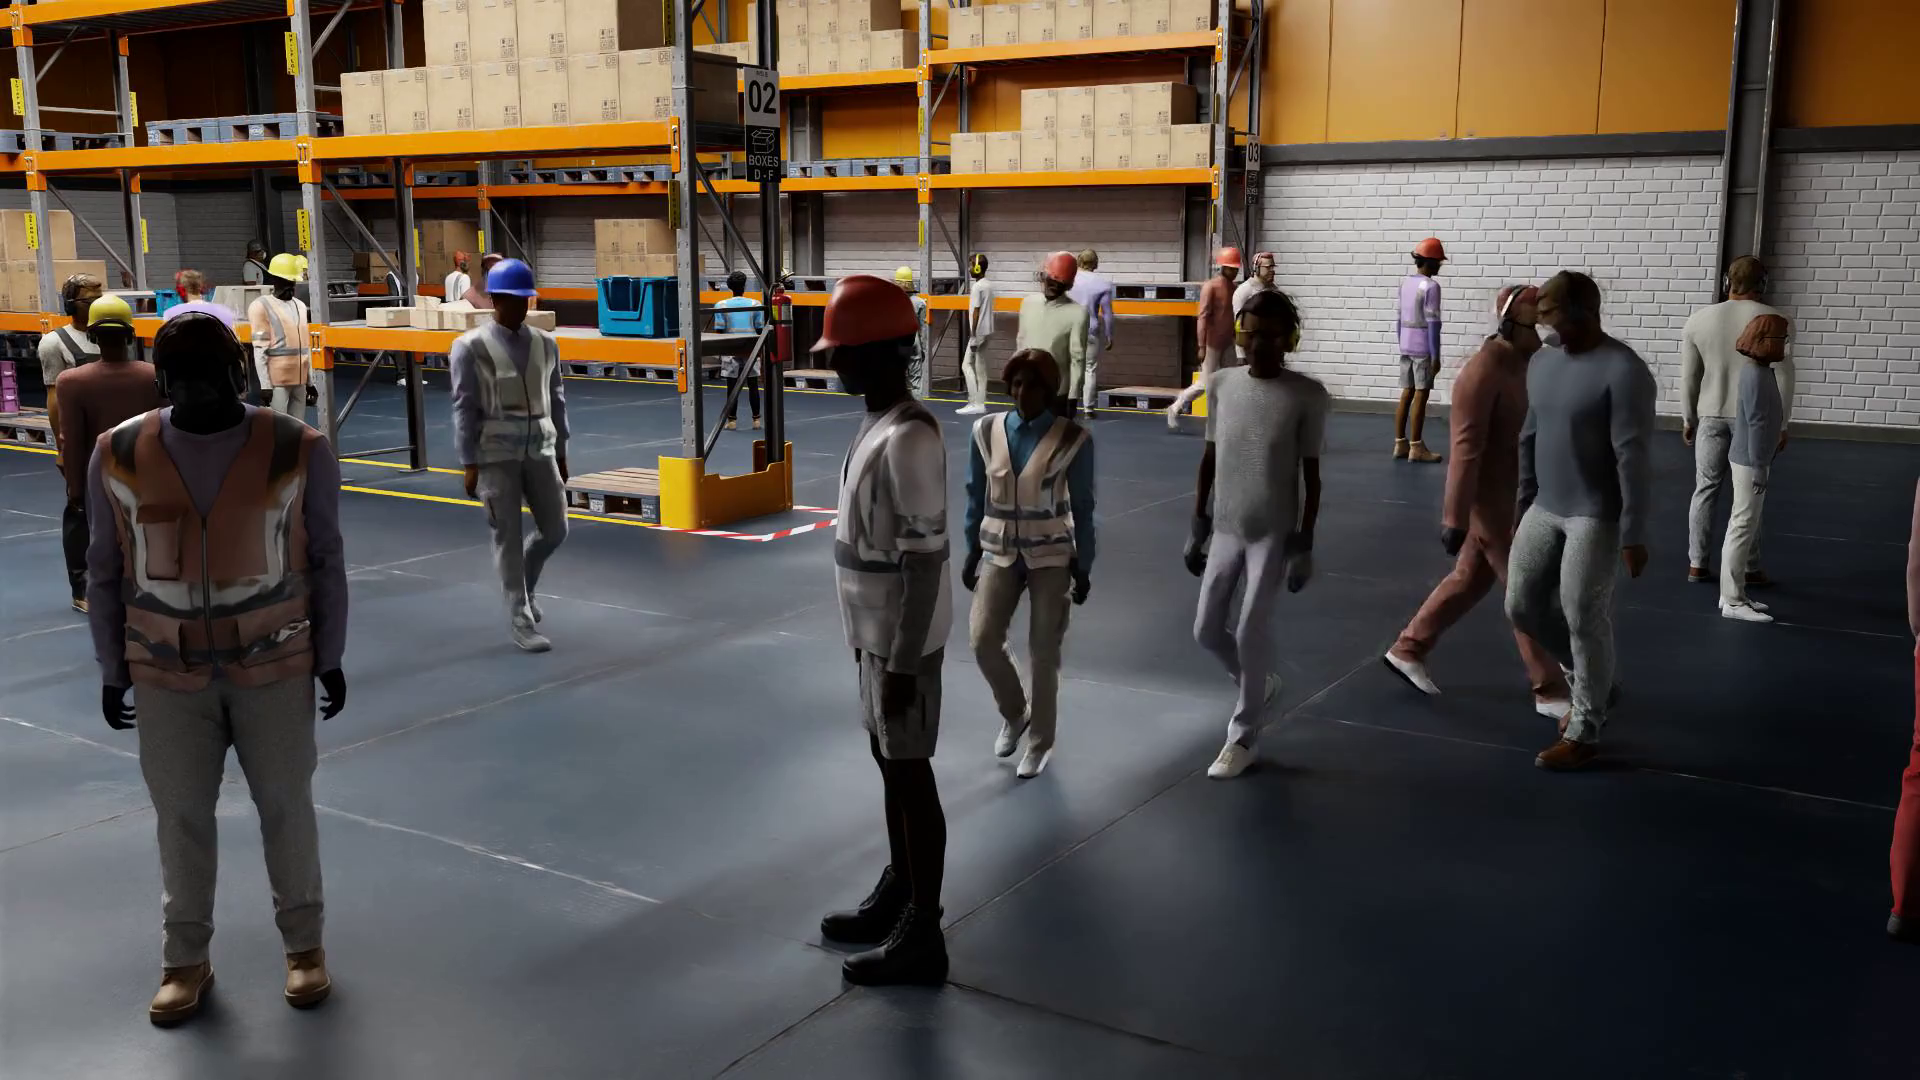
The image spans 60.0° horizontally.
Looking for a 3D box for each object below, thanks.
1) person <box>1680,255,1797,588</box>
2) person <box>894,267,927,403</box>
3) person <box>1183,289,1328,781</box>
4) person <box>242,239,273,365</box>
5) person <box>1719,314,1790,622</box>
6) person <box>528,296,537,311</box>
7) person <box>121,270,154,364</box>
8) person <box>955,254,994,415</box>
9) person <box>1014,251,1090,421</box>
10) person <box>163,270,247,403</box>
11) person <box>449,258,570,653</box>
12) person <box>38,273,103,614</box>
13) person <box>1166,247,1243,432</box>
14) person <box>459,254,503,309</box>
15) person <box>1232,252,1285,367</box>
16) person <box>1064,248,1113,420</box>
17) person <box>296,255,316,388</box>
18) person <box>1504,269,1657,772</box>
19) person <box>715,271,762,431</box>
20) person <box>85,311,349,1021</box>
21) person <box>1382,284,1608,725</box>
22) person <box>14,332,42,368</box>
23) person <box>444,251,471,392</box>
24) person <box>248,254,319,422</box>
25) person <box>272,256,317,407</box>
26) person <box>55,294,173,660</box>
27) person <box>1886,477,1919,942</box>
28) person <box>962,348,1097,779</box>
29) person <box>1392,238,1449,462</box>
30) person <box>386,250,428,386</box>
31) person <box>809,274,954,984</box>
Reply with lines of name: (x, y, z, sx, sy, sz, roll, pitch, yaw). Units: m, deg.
person: (4.534, -0.688, 9.741, 0.628, 1.935, 0.373, 8, 13, 39)
person: (-0.591, -2.010, 17.594, 0.489, 1.744, 0.295, -2, 10, -13)
person: (1.124, -0.023, 6.296, 0.556, 1.847, 0.478, 7, 13, 36)
person: (-11.347, -3.868, 27.062, 0.539, 2.000, 0.689, -2, 10, -10)
person: (4.263, -0.389, 8.916, 0.285, 1.633, 0.500, 4, 11, 22)
person: (-5.953, -2.825, 22.349, 0.541, 1.640, 0.813, -6, 12, -30)
person: (-11.884, -3.087, 23.947, 0.768, 1.597, 0.530, 3, 11, 16)
person: (0.188, -2.387, 19.353, 0.405, 1.864, 0.539, 5, 11, 25)
person: (0.620, -1.073, 11.836, 0.673, 1.948, 0.440, 7, 12, 34)
person: (-5.952, -1.240, 13.205, 0.937, 1.795, 0.561, 6, 12, 30)
person: (-2.225, -0.430, 8.302, 0.631, 1.934, 0.633, -10, 14, -43)
person: (-4.724, -0.526, 9.088, 0.346, 1.846, 0.507, 3, 11, 18)
person: (2.573, -2.030, 17.126, 0.768, 1.958, 0.653, 8, 13, 39)
person: (-4.133, -1.589, 14.848, 0.395, 1.898, 0.637, 9, 13, 40)
person: (2.905, -1.807, 16.015, 0.644, 1.908, 0.408, -9, 14, -41)
person: (1.395, -2.307, 18.724, 0.653, 1.932, 0.415, 3, 11, 18)
person: (-8.283, -2.669, 20.994, 0.404, 1.832, 0.598, 6, 12, 32)
person: (2.387, -0.072, 6.382, 0.471, 1.911, 0.709, -4, 11, -20)
person: (-2.340, -2.004, 17.683, 0.532, 1.697, 0.322, -3, 11, -14)
person: (-1.930, 0.330, 4.356, 0.632, 1.843, 0.429, -3, 11, -16)
person: (2.286, -0.170, 7.124, 0.994, 1.846, 0.655, 7, 13, 35)
person: (-14.784, -3.653, 26.364, 0.571, 1.861, 0.787, -7, 12, -35)
person: (-6.658, -2.894, 22.121, 0.406, 1.872, 0.605, -9, 14, -42)
person: (-5.178, -1.235, 12.819, 0.381, 1.917, 0.585, 3, 11, 16)
person: (-8.011, -2.507, 20.106, 0.600, 1.827, 0.404, -10, 14, -44)
person: (-3.997, -0.282, 7.956, 0.525, 1.769, 0.316, -7, 13, -36)
person: (2.863, 0.320, 4.617, 0.315, 1.769, 0.523, -3, 11, -16)
person: (0.250, 0.093, 6.244, 0.548, 1.621, 0.367, 4, 11, 23)
person: (4.235, -1.733, 15.230, 0.395, 2.039, 0.615, -3, 11, -15)
person: (-7.741, -3.114, 23.221, 0.392, 1.922, 0.591, 3, 11, 17)
person: (-0.210, 0.249, 4.557, 0.376, 1.931, 0.542, -2, 10, -12)
